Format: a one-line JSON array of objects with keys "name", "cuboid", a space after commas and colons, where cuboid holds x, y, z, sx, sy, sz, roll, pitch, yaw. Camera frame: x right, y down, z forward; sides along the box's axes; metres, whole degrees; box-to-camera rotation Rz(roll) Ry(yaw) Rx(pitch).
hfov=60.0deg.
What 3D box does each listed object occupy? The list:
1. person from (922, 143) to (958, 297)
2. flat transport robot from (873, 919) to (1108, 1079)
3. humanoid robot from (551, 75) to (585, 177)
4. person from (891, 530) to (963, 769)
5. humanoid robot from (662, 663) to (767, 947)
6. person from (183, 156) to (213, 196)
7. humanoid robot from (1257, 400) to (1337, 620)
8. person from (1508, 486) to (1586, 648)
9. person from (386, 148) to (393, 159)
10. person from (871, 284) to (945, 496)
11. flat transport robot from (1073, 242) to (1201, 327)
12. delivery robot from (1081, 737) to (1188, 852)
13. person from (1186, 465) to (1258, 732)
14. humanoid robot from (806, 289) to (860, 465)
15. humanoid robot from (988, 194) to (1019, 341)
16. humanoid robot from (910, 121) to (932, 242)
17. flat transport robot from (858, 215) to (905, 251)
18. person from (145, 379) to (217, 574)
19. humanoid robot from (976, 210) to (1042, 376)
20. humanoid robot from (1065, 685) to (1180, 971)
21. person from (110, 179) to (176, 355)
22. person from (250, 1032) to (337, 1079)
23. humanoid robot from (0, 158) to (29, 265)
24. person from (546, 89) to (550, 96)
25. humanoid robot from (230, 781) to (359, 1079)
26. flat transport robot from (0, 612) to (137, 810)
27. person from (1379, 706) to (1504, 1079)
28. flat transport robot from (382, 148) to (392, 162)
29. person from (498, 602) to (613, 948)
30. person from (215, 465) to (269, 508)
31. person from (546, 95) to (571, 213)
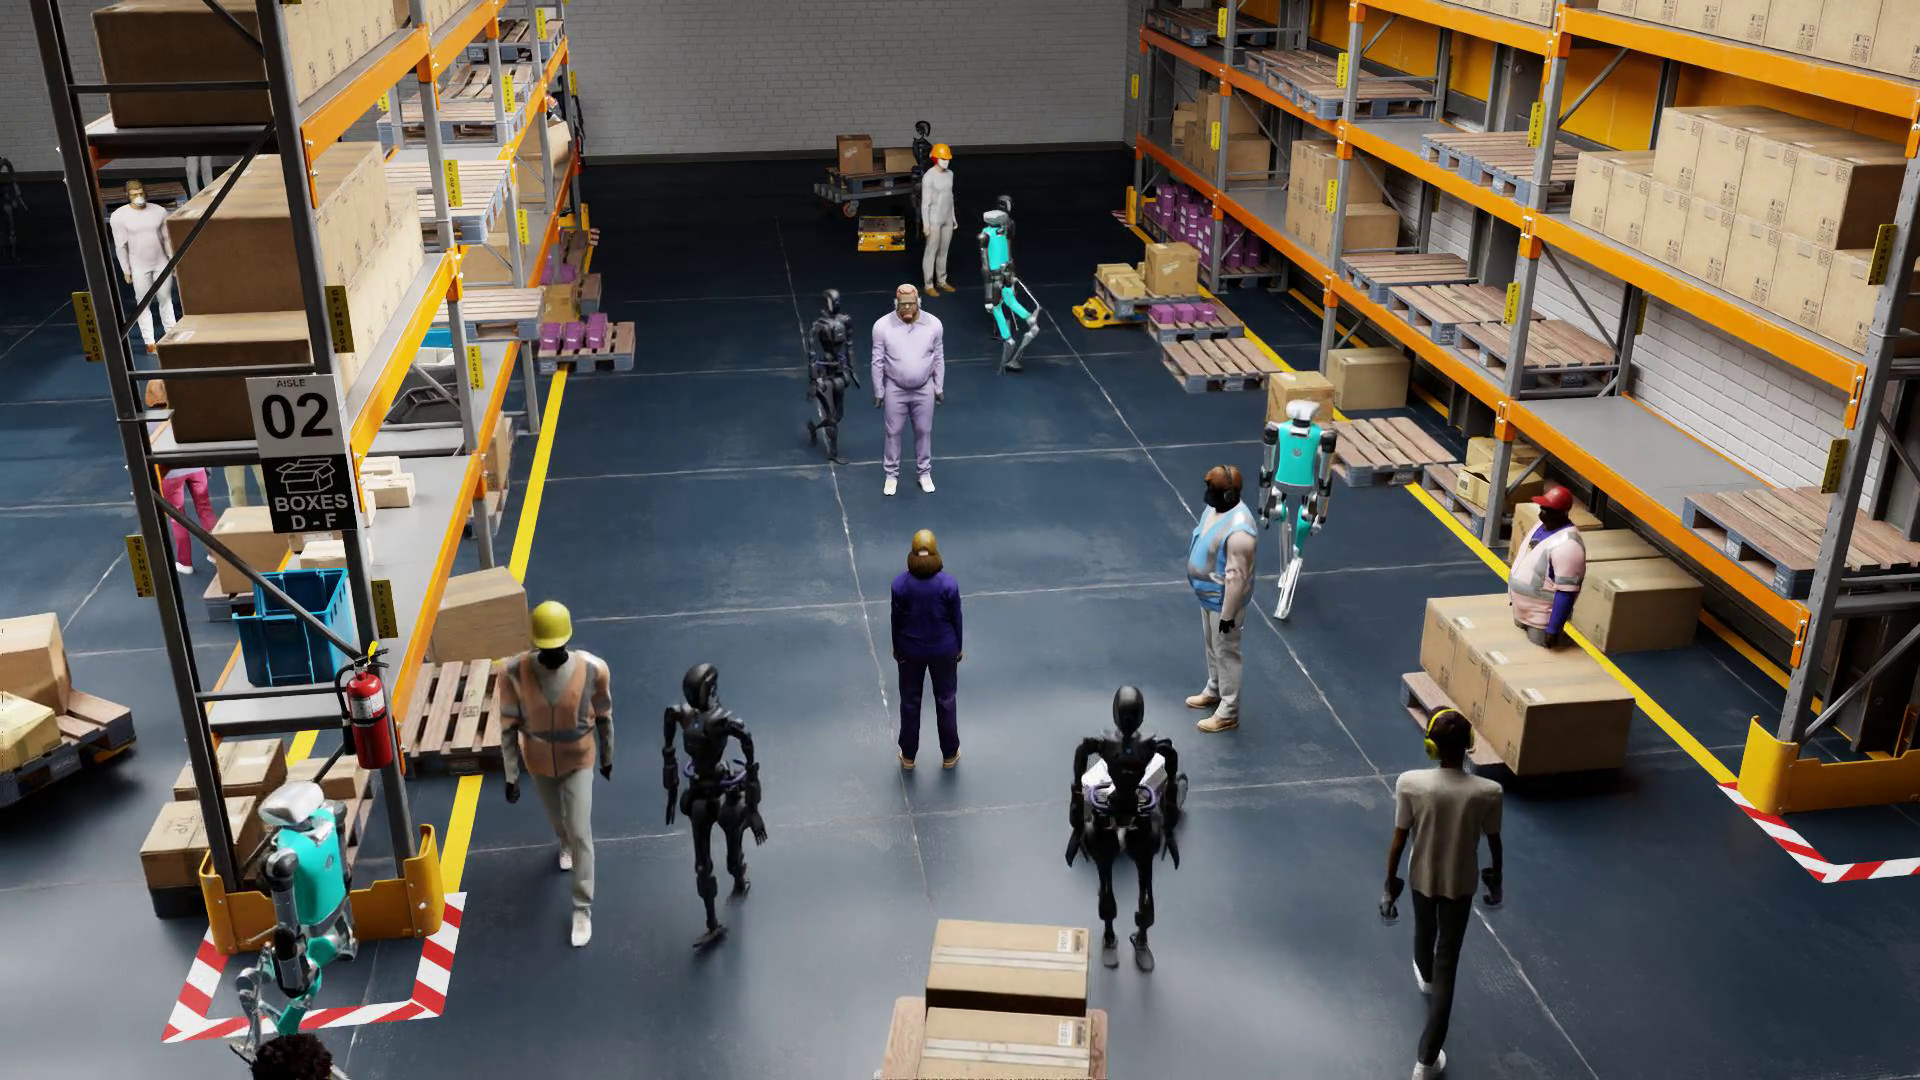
[{"name": "person", "cuboid": [-0.249, -4.007, 20.788, 0.377, 1.892, 0.584, 19, 30, 37]}, {"name": "flat transport robot", "cuboid": [0.141, 2.727, 7.465, 1.431, 0.231, 0.659, 2, 24, 5]}, {"name": "humanoid robot", "cuboid": [-6.511, -6.844, 27.523, 0.602, 1.665, 0.343, 4, 24, 9]}, {"name": "person", "cuboid": [-0.205, 0.687, 10.426, 0.449, 1.622, 0.341, 0, 24, 0]}, {"name": "humanoid robot", "cuboid": [-1.298, 1.371, 8.856, 0.603, 1.641, 0.634, 9, 25, 20]}, {"name": "person", "cuboid": [-11.643, -6.004, 25.410, 0.429, 1.838, 0.621, 14, 27, 29]}, {"name": "humanoid robot", "cuboid": [2.544, -0.294, 12.568, 0.544, 1.750, 1.037, 7, 25, 16]}, {"name": "person", "cuboid": [3.739, 0.466, 10.769, 0.420, 1.756, 0.604, -2, 24, -5]}, {"name": "person", "cuboid": [-7.353, -4.652, 22.336, 0.593, 1.822, 0.531, -3, 24, -7]}, {"name": "person", "cuboid": [-0.449, -1.319, 14.648, 0.651, 1.906, 0.408, -4, 24, -9]}, {"name": "flat transport robot", "cuboid": [2.122, -2.754, 19.953, 1.431, 0.231, 0.659, -4, 24, -9]}, {"name": "delivery robot", "cuboid": [1.013, 1.467, 10.005, 0.499, 0.614, 0.818, 15, 28, 30]}, {"name": "person", "cuboid": [1.700, 0.368, 10.899, 0.431, 1.837, 0.625, -3, 24, -6]}, {"name": "humanoid robot", "cuboid": [-1.266, -1.563, 15.514, 0.695, 1.626, 0.610, 20, 31, 38]}, {"name": "humanoid robot", "cuboid": [0.492, -3.145, 19.073, 0.315, 1.657, 0.599, 4, 24, 9]}, {"name": "humanoid robot", "cuboid": [-0.535, -5.077, 23.474, 0.315, 1.657, 0.599, 2, 24, 4]}, {"name": "flat transport robot", "cuboid": [-1.111, -4.354, 23.598, 0.659, 0.231, 1.431, -1, 24, -2]}, {"name": "person", "cuboid": [-6.168, -0.514, 13.160, 0.498, 1.628, 0.288, -21, 31, -39]}, {"name": "humanoid robot", "cuboid": [0.573, -2.551, 17.790, 0.745, 1.879, 0.539, 16, 28, 32]}, {"name": "humanoid robot", "cuboid": [0.841, 1.477, 8.557, 0.589, 1.644, 0.339, 0, 24, 0]}, {"name": "person", "cuboid": [-9.039, -3.049, 18.551, 0.372, 1.940, 0.630, 21, 31, 39]}, {"name": "person", "cuboid": [-2.224, 2.525, 5.846, 0.456, 1.944, 0.633, -11, 26, -23]}, {"name": "humanoid robot", "cuboid": [-12.817, -4.518, 22.235, 0.608, 1.641, 0.554, -21, 31, -40]}, {"name": "person", "cuboid": [-6.655, -6.392, 26.547, 0.429, 1.618, 0.563, -12, 26, -25]}, {"name": "humanoid robot", "cuboid": [-3.191, 1.879, 7.640, 1.012, 1.792, 0.538, 5, 24, 11]}, {"name": "flat transport robot", "cuboid": [-5.995, 1.443, 10.391, 0.659, 0.231, 1.431, 12, 26, 26]}, {"name": "person", "cuboid": [2.331, 1.646, 8.023, 0.537, 1.799, 1.024, 9, 25, 20]}, {"name": "flat transport robot", "cuboid": [-9.086, -4.936, 24.924, 1.431, 0.231, 0.659, -1, 24, -2]}, {"name": "person", "cuboid": [-2.166, 1.153, 9.057, 0.581, 1.886, 0.983, -1, 24, -3]}, {"name": "person", "cuboid": [-5.876, -0.783, 13.624, 0.561, 1.743, 0.341, -9, 25, -20]}, {"name": "person", "cuboid": [-6.142, -5.824, 25.097, 0.341, 1.749, 0.569, -17, 29, -33]}]
